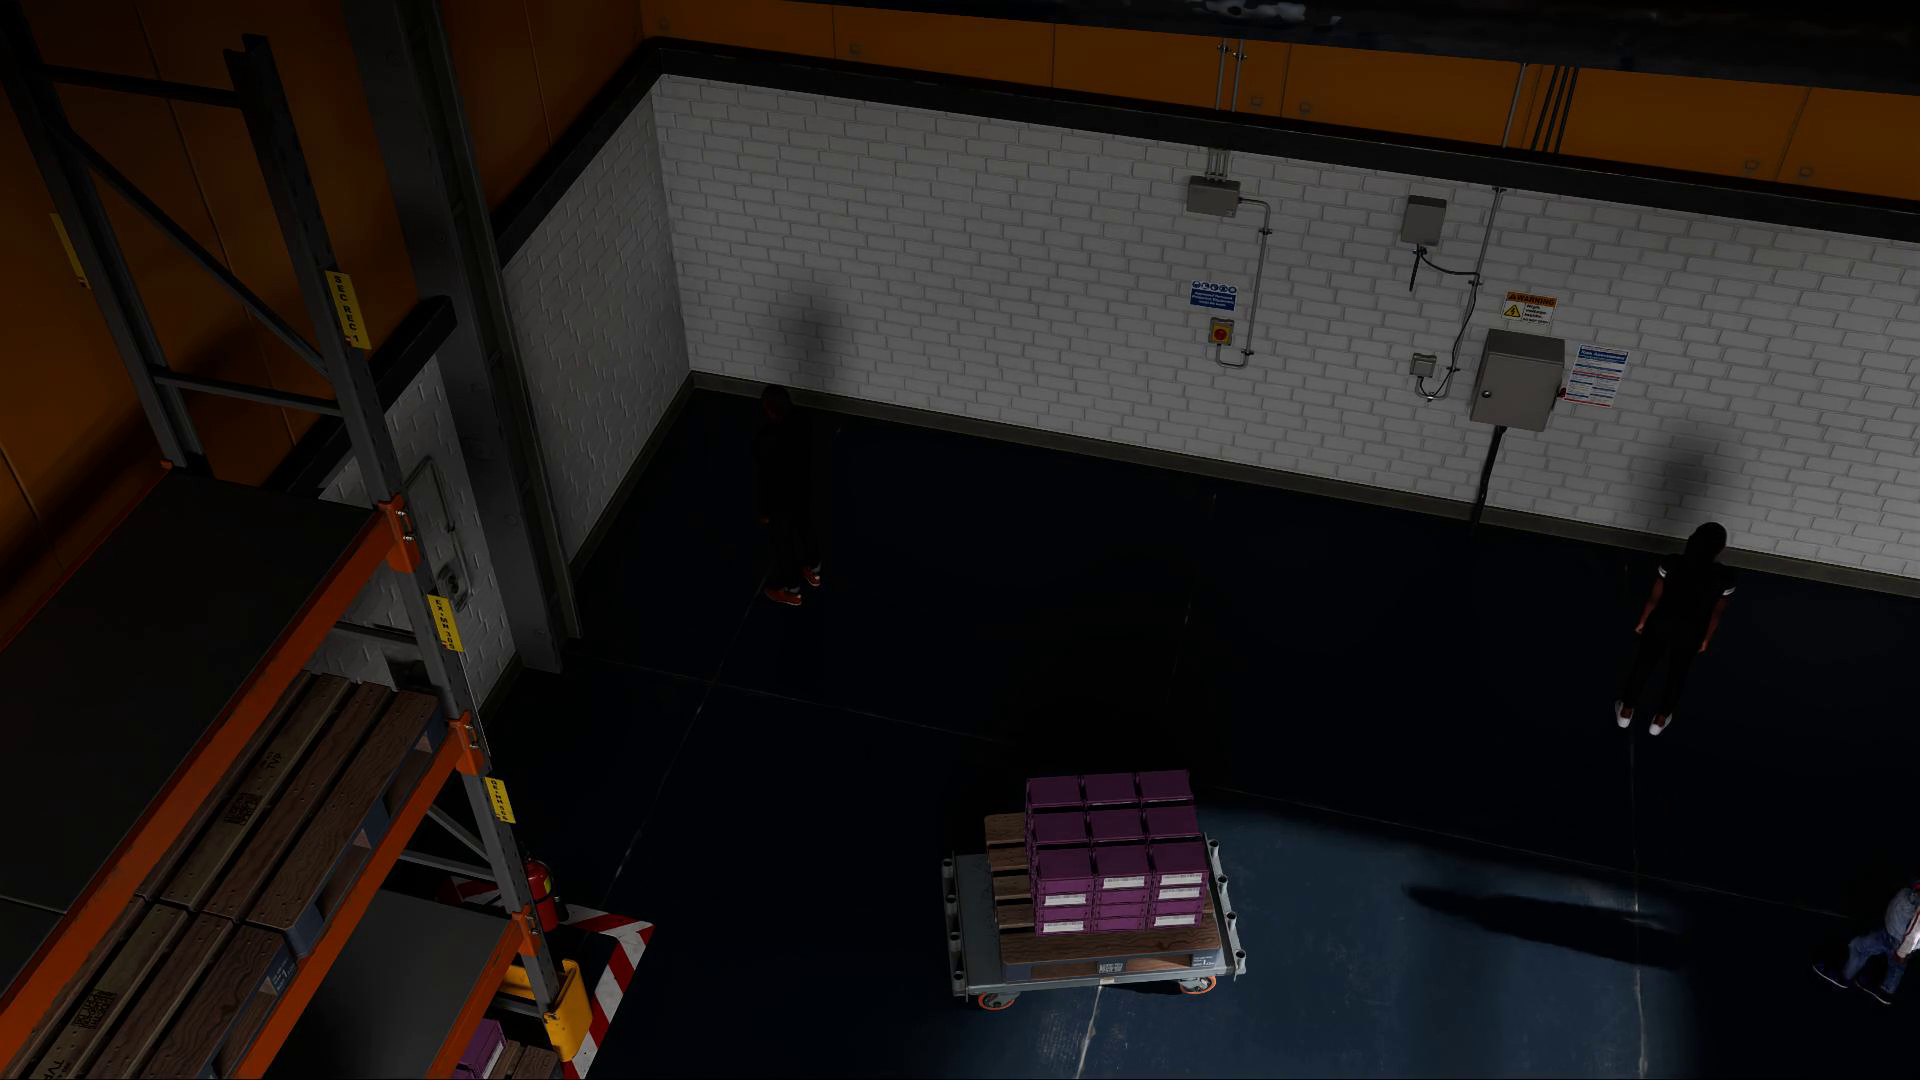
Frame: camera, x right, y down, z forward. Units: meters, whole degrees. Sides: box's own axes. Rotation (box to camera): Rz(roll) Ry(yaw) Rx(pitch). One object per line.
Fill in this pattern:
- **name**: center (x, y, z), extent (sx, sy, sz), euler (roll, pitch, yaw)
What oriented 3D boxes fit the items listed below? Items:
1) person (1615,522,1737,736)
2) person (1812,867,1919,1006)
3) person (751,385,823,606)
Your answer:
- **person**: center (4.486, 0.559, 10.427), extent (0.645, 1.731, 0.619), euler (18, 46, 18)
- **person**: center (5.234, 2.158, 9.102), extent (0.679, 1.244, 0.712), euler (-30, 51, -28)
- **person**: center (-1.177, -0.311, 11.278), extent (0.828, 1.818, 0.655), euler (25, 49, 24)
